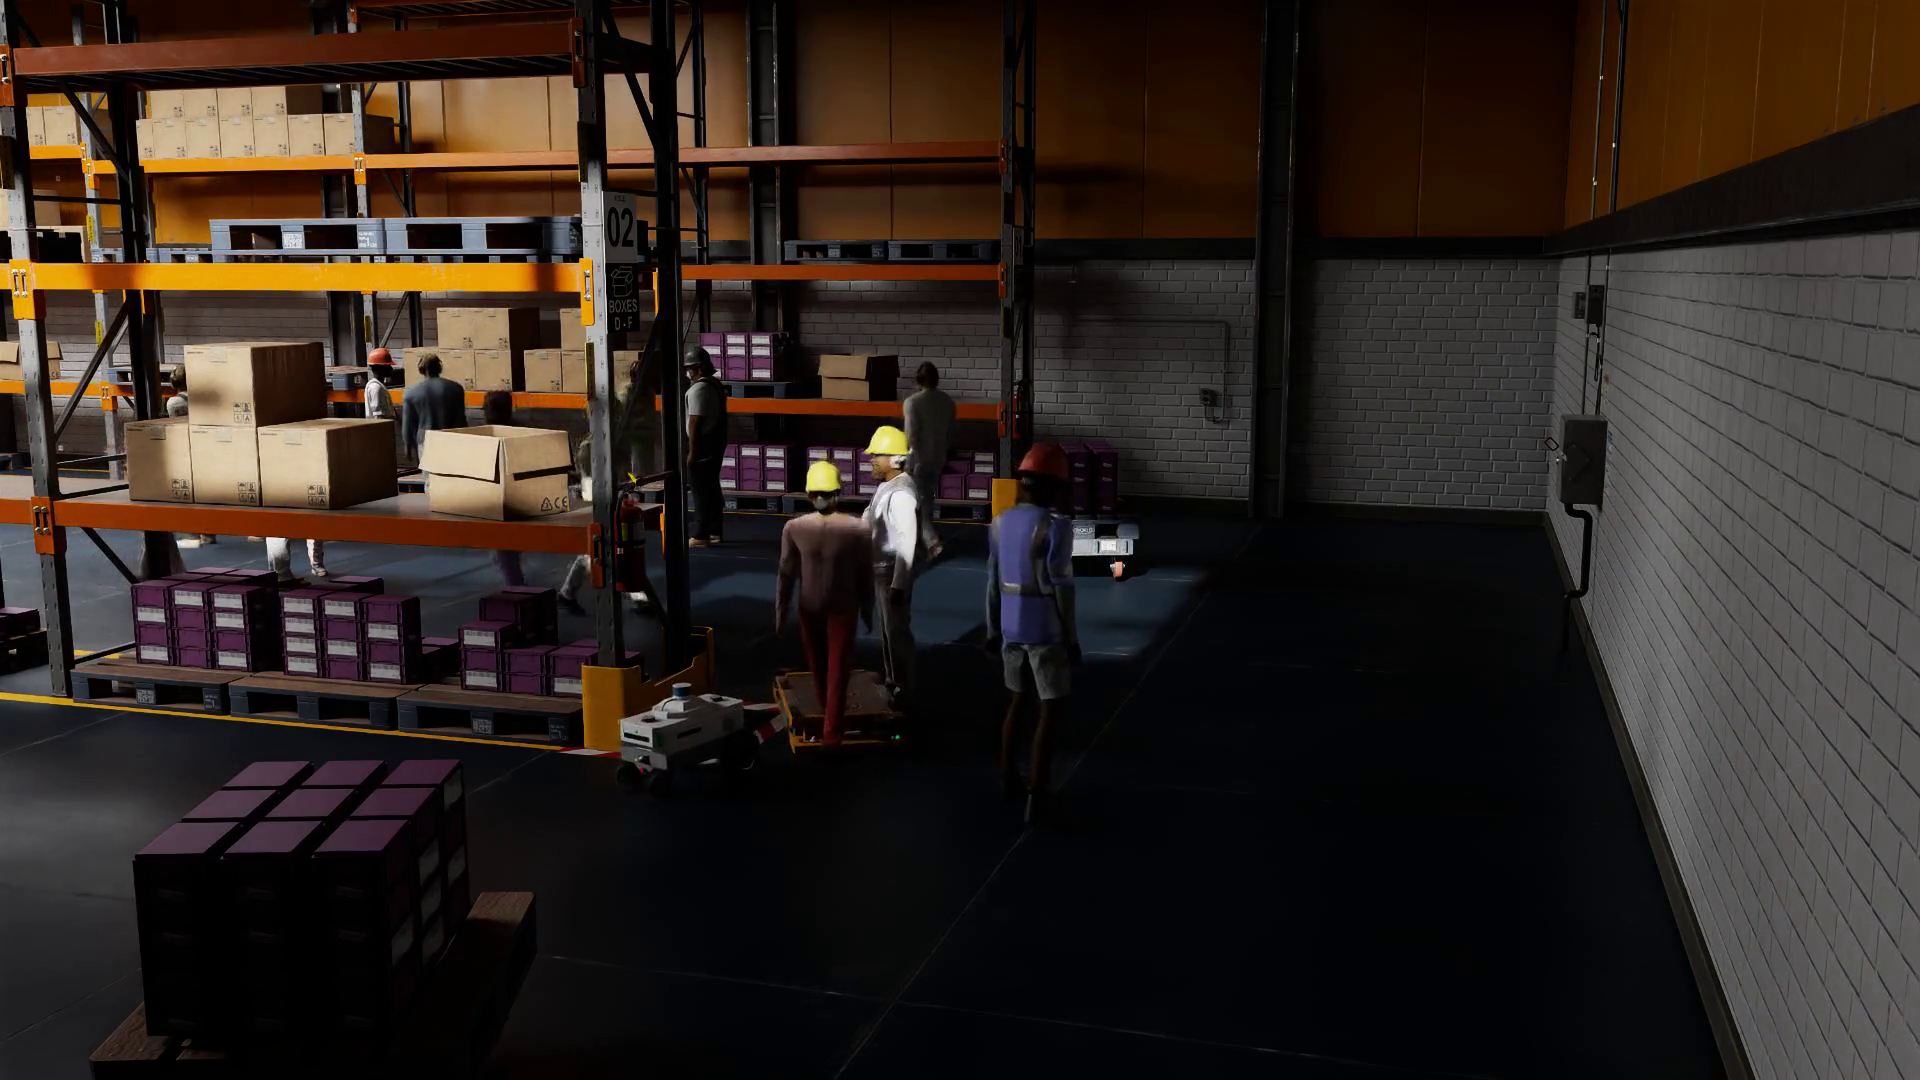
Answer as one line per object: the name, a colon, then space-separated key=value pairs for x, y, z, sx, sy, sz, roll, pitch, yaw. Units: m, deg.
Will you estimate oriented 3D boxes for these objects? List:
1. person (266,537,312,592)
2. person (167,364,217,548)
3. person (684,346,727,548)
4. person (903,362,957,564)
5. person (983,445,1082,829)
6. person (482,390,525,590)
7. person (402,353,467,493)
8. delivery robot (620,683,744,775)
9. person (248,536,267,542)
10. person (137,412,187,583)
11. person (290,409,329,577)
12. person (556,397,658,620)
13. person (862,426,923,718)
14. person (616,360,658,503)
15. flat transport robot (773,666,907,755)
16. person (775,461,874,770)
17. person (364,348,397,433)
person: x=-5.911 y=-0.494 z=14.473 sx=0.356 sy=1.882 sz=0.574 roll=-5 pitch=11 yaw=-30
person: x=-7.732 y=-0.839 z=16.688 sx=0.325 sy=1.843 sz=0.516 roll=3 pitch=10 yaw=15
person: x=-2.619 y=-0.951 z=16.774 sx=0.535 sy=2.000 sz=0.689 roll=2 pitch=10 yaw=12
person: x=-0.328 y=-0.726 z=15.840 sx=0.675 sy=1.904 sz=0.867 roll=-8 pitch=12 yaw=-39
person: x=0.382 y=0.486 z=8.451 sx=0.586 sy=1.904 sz=0.788 roll=-7 pitch=12 yaw=-38
person: x=-3.460 y=-0.186 z=12.580 sx=0.503 sy=1.890 sz=0.659 roll=2 pitch=9 yaw=10
person: x=-5.557 y=-1.015 z=17.573 sx=0.645 sy=1.908 sz=0.787 roll=-4 pitch=10 yaw=-23
delivery robot: x=-1.501 y=1.018 z=9.006 sx=0.477 sy=0.478 sz=0.707 roll=6 pitch=11 yaw=34
person: x=-7.162 y=-0.899 z=17.060 sx=0.429 sy=1.841 sz=0.634 roll=0 pitch=9 yaw=2
person: x=-6.758 y=-0.297 z=14.140 sx=0.852 sy=1.591 sz=0.527 roll=3 pitch=10 yaw=16
person: x=-5.987 y=-0.640 z=15.012 sx=0.625 sy=1.992 sz=0.387 roll=-5 pitch=11 yaw=-28
person: x=-2.850 y=-0.253 z=13.289 sx=0.911 sy=1.795 sz=0.586 roll=5 pitch=10 yaw=27
person: x=-0.437 y=0.202 z=10.377 sx=0.404 sy=1.830 sz=0.602 roll=-2 pitch=9 yaw=-11
person: x=-3.577 y=-1.076 z=18.237 sx=0.555 sy=1.812 sz=0.650 roll=3 pitch=10 yaw=20
flat transport robot: x=-0.759 y=1.014 z=10.174 sx=0.652 sy=0.197 sz=1.431 roll=-2 pitch=9 yaw=-11
person: x=-0.775 y=0.418 z=9.405 sx=0.538 sy=1.720 sz=0.854 roll=1 pitch=9 yaw=9
person: x=-6.256 y=-1.109 z=18.046 sx=0.354 sy=1.939 sz=0.544 roll=-4 pitch=10 yaw=-22
